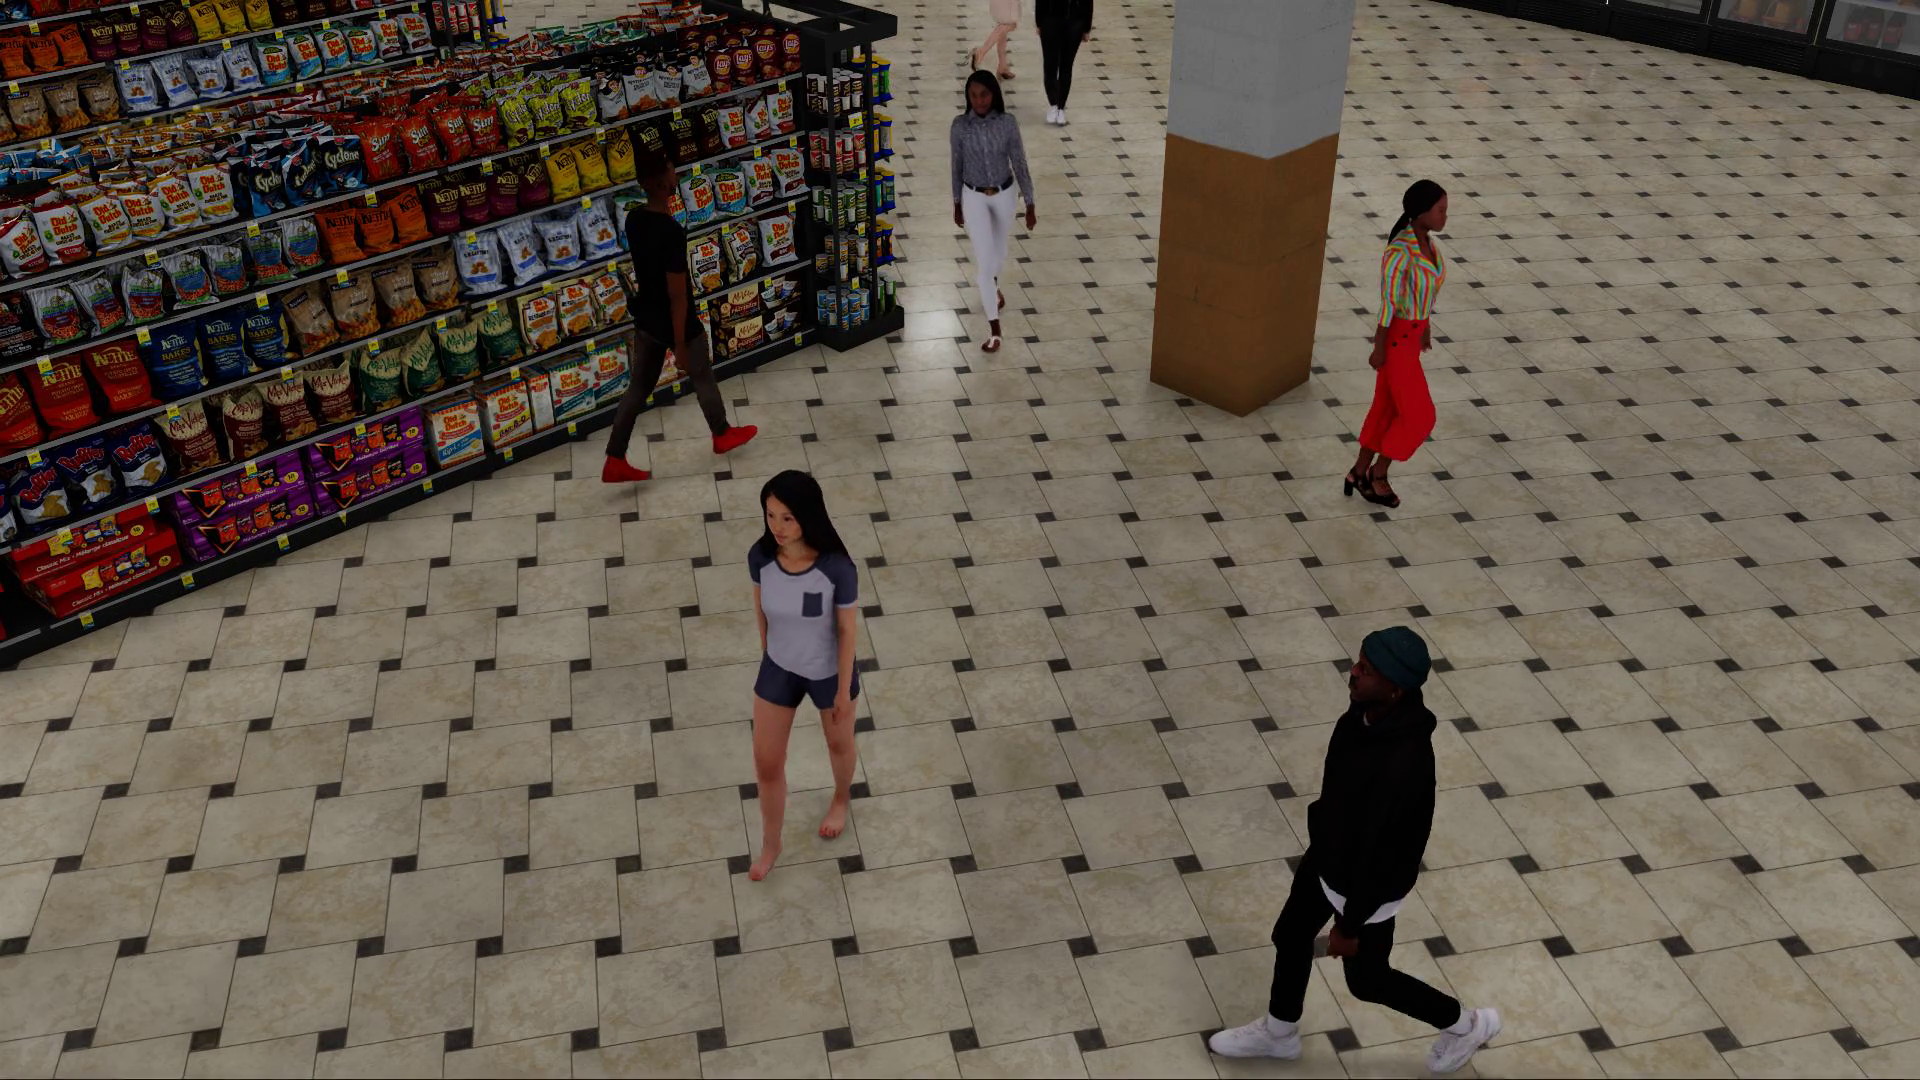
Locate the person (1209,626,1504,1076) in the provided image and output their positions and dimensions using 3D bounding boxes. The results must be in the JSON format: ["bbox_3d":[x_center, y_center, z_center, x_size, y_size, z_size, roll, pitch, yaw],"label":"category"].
[{"bbox_3d":[1.341,1.058,5.225,1.238,1.790,1.130,-2,32,-4],"label":"person"}]

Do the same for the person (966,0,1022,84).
[{"bbox_3d":[0.322,-4.920,14.899,0.582,1.721,0.886,28,41,37],"label":"person"}]

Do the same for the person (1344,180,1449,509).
[{"bbox_3d":[2.162,-0.984,8.520,0.731,1.777,0.678,19,36,27],"label":"person"}]

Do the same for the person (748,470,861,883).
[{"bbox_3d":[-0.526,0.437,6.322,0.816,1.687,0.932,7,33,12],"label":"person"}]

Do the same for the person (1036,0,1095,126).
[{"bbox_3d":[0.860,-4.374,14.059,0.700,1.680,0.770,-1,32,-2],"label":"person"}]

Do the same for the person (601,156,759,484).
[{"bbox_3d":[-1.625,-1.083,8.693,0.680,1.763,1.209,26,40,36],"label":"person"}]

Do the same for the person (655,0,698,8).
[{"bbox_3d":[-2.352,-4.491,14.099,0.810,1.837,0.681,12,34,19],"label":"person"}]

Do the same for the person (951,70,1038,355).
[{"bbox_3d":[0.184,-2.105,10.419,1.193,1.673,1.281,0,32,-1],"label":"person"}]
